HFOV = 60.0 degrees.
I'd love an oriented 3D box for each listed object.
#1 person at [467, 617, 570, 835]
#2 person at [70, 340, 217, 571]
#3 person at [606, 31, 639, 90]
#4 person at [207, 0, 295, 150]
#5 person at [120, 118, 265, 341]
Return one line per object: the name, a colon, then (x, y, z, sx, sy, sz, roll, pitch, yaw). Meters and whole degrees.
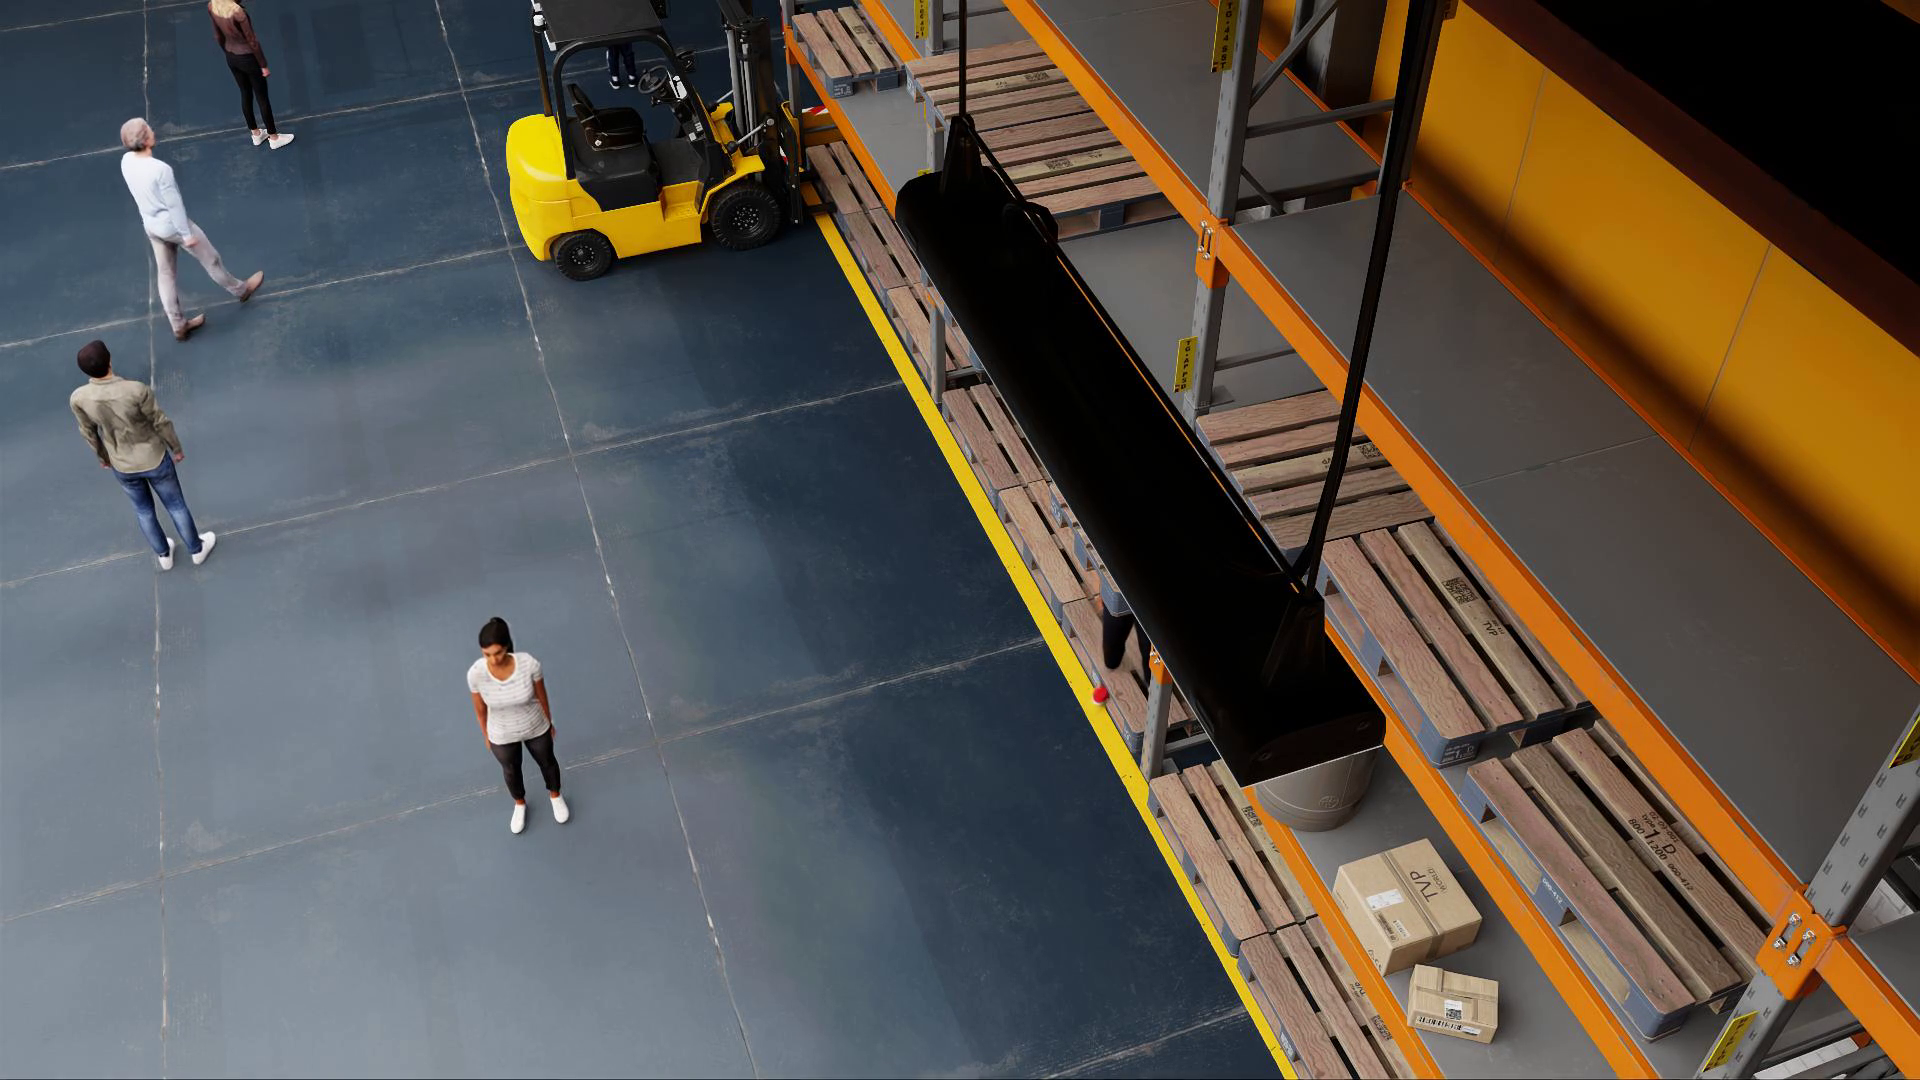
person: (-2.579, 1.074, 9.696, 0.578, 1.647, 0.542, -11, 45, -11)
person: (-5.554, -0.548, 11.241, 0.734, 1.864, 0.614, -8, 44, -9)
person: (-3.399, -5.082, 16.442, 0.527, 1.255, 0.504, -8, 44, -8)
person: (-6.658, -4.458, 15.462, 0.659, 1.704, 0.720, 18, 46, 18)
person: (-6.341, -2.421, 13.211, 1.151, 1.860, 1.198, 19, 47, 19)
